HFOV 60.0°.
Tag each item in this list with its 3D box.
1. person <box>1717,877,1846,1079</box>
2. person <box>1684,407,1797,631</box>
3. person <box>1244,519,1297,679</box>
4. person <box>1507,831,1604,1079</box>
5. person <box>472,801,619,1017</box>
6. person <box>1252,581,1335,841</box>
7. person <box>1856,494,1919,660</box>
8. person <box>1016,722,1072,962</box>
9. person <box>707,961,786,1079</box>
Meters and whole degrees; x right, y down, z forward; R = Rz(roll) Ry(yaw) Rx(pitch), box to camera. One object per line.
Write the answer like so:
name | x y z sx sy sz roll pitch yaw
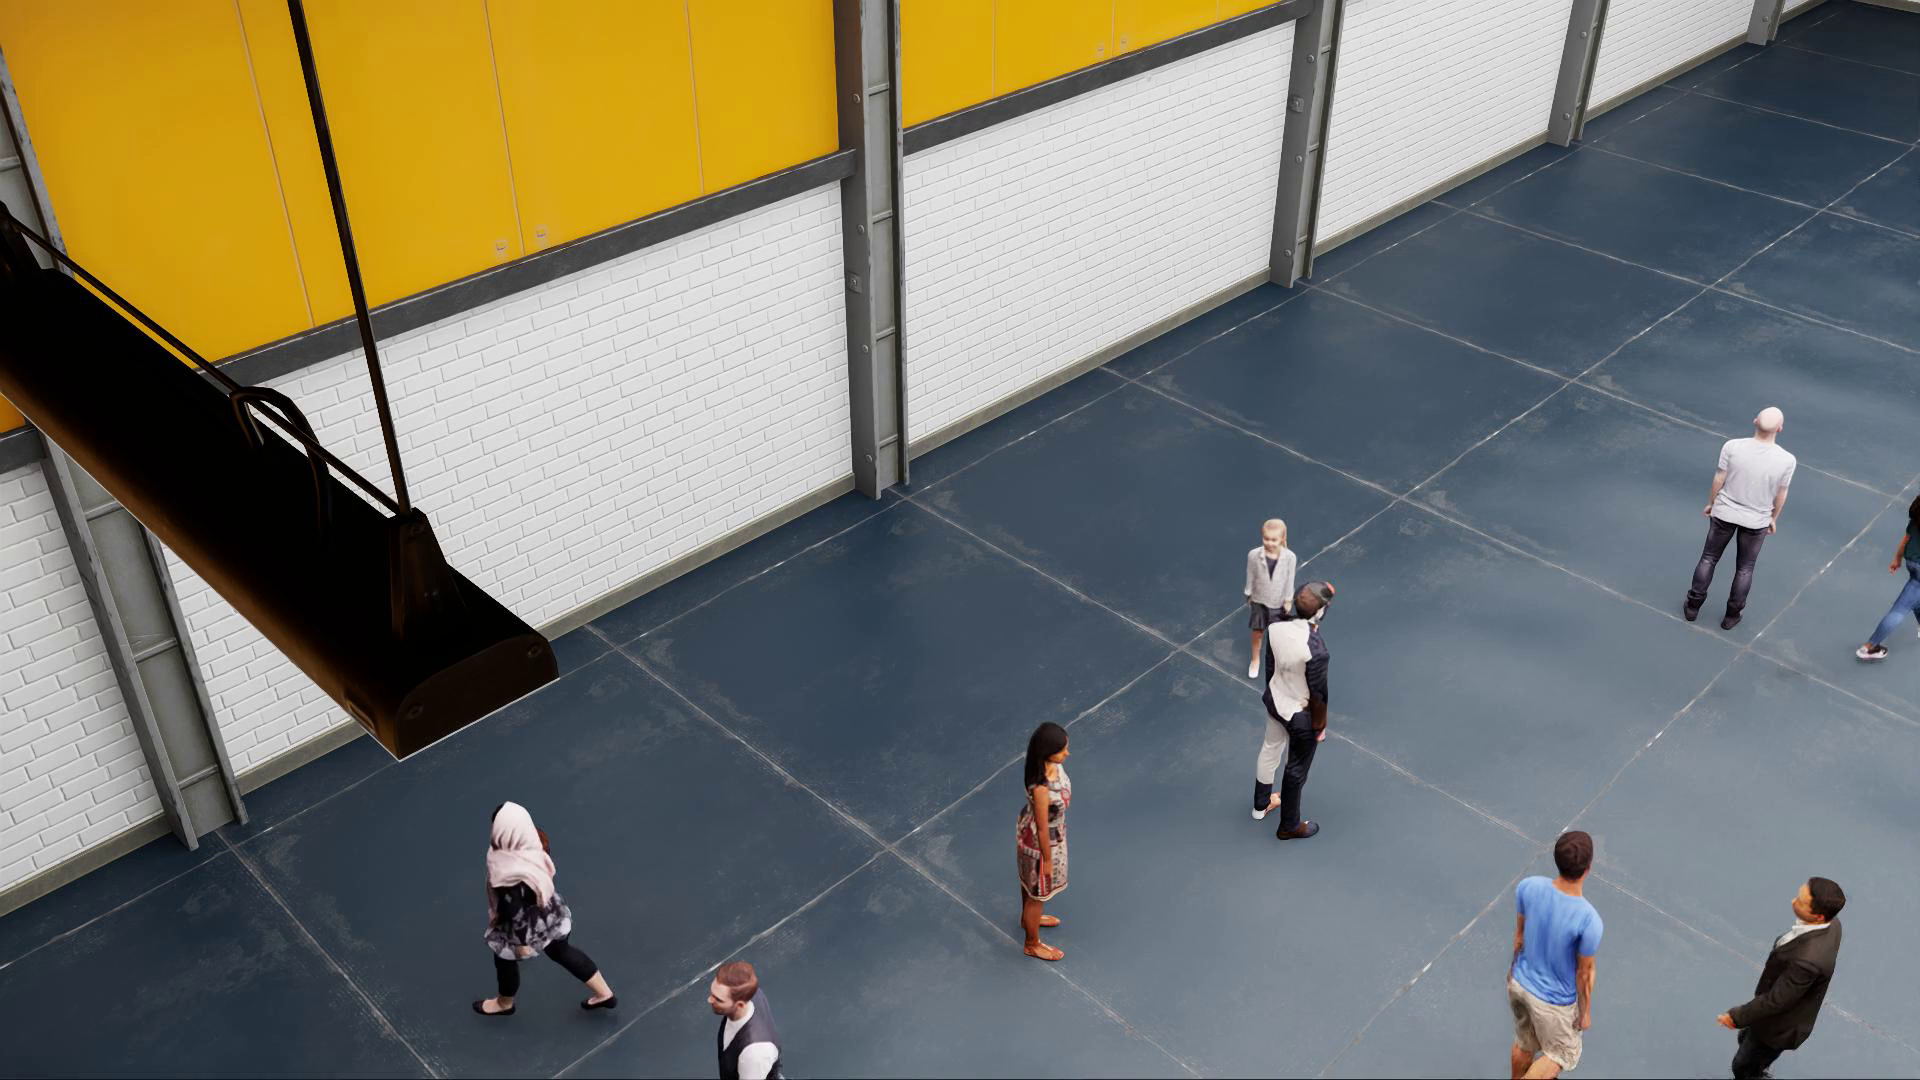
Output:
person | 4.252 2.433 8.448 0.870 1.785 0.854 23 40 30
person | 5.779 -0.170 12.321 0.727 1.832 0.678 17 37 24
person | 2.236 0.383 12.005 0.692 1.261 0.785 7 34 11
person | 2.943 2.339 8.544 0.911 1.834 0.810 -16 37 -23
person | -2.281 2.078 9.149 1.077 1.598 1.107 6 34 9
person | 2.089 1.058 10.420 0.681 1.891 0.742 -18 38 -25
person | 6.871 0.219 11.964 1.137 1.579 0.880 -12 36 -18
person | 0.465 1.724 9.647 0.771 1.637 0.707 1 34 1
person | -0.869 2.675 7.965 0.979 1.915 0.836 -16 37 -23
